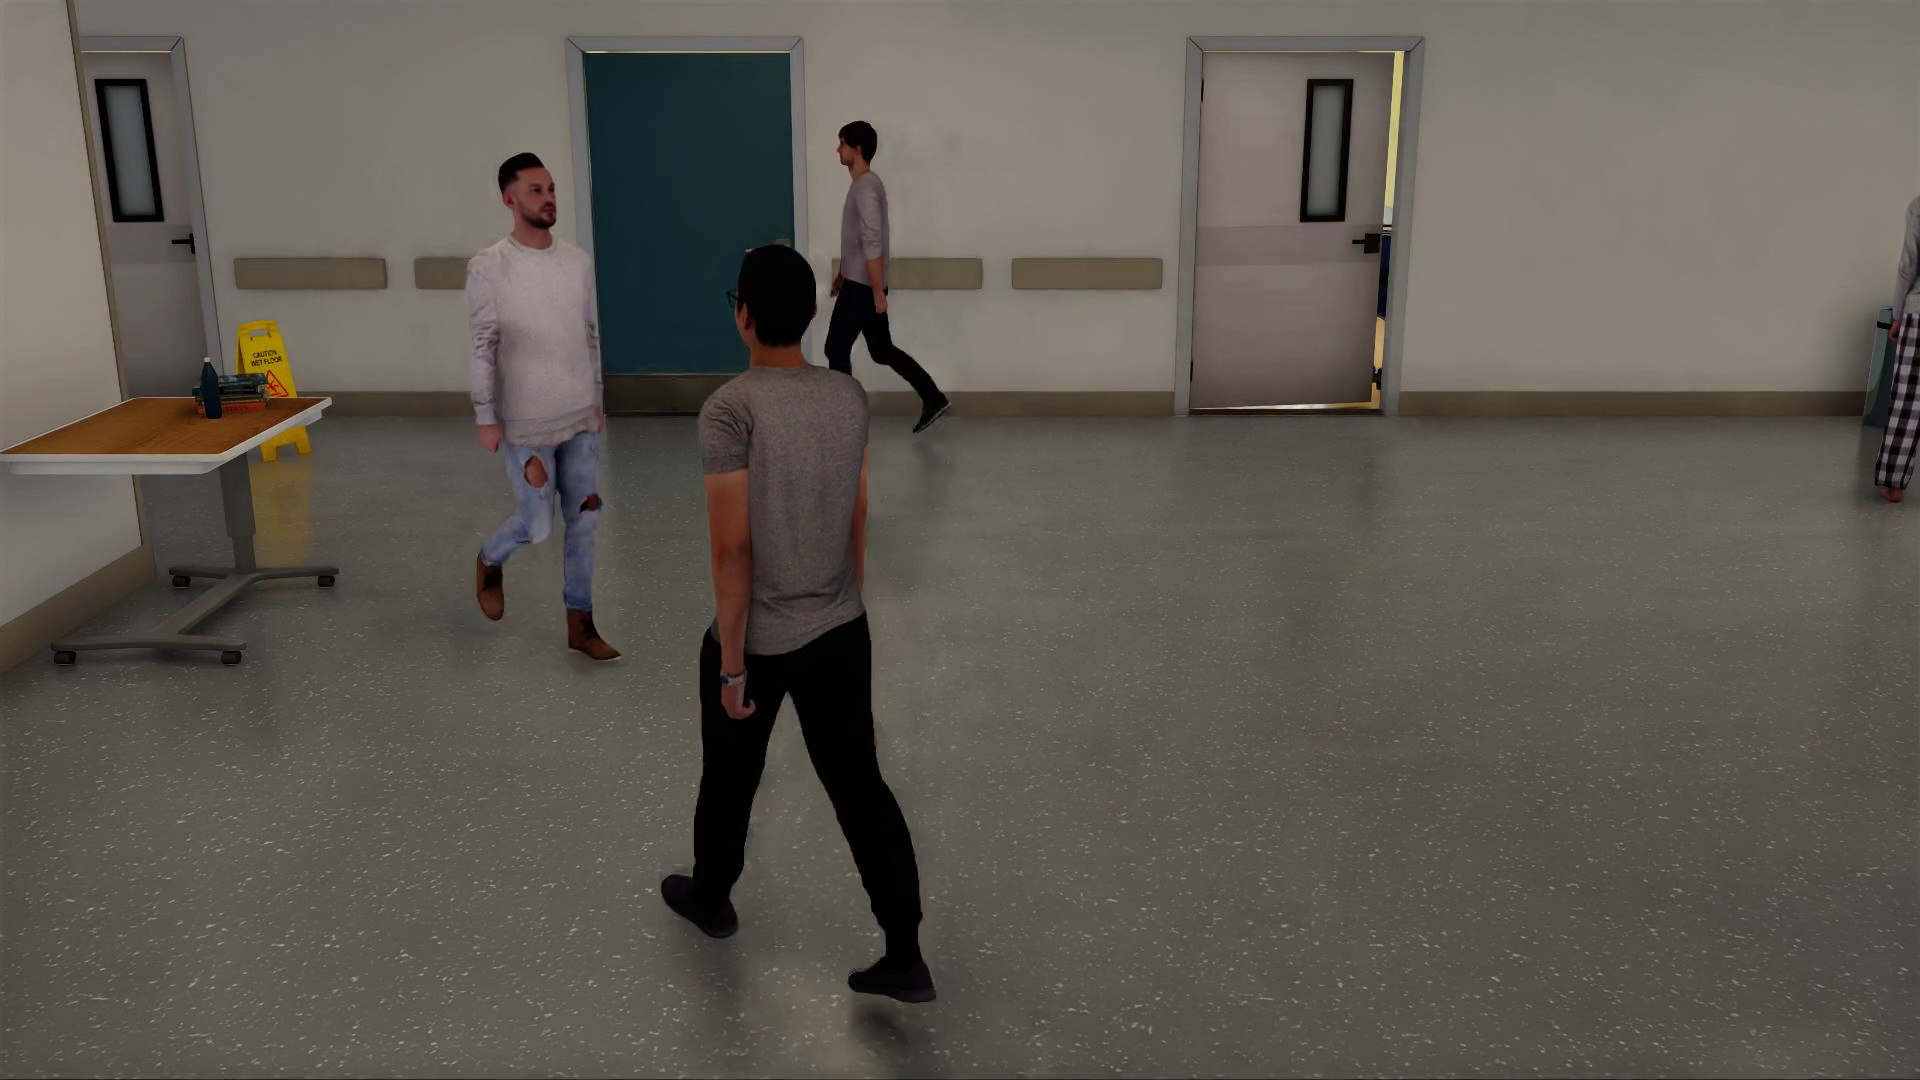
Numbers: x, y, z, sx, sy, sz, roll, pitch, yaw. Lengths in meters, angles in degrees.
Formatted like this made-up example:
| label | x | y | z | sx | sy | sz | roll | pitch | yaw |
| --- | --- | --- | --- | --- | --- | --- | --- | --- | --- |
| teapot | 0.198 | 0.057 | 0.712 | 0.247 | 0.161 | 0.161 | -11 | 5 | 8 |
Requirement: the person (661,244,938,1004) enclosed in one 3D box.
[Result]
| label | x | y | z | sx | sy | sz | roll | pitch | yaw |
| --- | --- | --- | --- | --- | --- | --- | --- | --- | --- |
| person | -0.329 | 0.244 | 3.722 | 1.169 | 1.715 | 1.181 | -13 | 20 | -39 |

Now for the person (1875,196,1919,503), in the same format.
| label | x | y | z | sx | sy | sz | roll | pitch | yaw |
| --- | --- | --- | --- | --- | --- | --- | --- | --- | --- |
| person | 4.862 | -1.088 | 8.205 | 0.667 | 1.847 | 0.766 | 11 | 19 | 34 |

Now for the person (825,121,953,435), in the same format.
| label | x | y | z | sx | sy | sz | roll | pitch | yaw |
| --- | --- | --- | --- | --- | --- | --- | --- | --- | --- |
| person | -0.455 | -1.463 | 9.600 | 1.109 | 1.812 | 0.647 | 0 | 16 | 0 |

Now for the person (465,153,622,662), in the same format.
| label | x | y | z | sx | sy | sz | roll | pitch | yaw |
| --- | --- | --- | --- | --- | --- | --- | --- | --- | --- |
| person | -1.556 | -0.467 | 6.041 | 1.095 | 1.826 | 1.018 | 13 | 20 | 39 |
